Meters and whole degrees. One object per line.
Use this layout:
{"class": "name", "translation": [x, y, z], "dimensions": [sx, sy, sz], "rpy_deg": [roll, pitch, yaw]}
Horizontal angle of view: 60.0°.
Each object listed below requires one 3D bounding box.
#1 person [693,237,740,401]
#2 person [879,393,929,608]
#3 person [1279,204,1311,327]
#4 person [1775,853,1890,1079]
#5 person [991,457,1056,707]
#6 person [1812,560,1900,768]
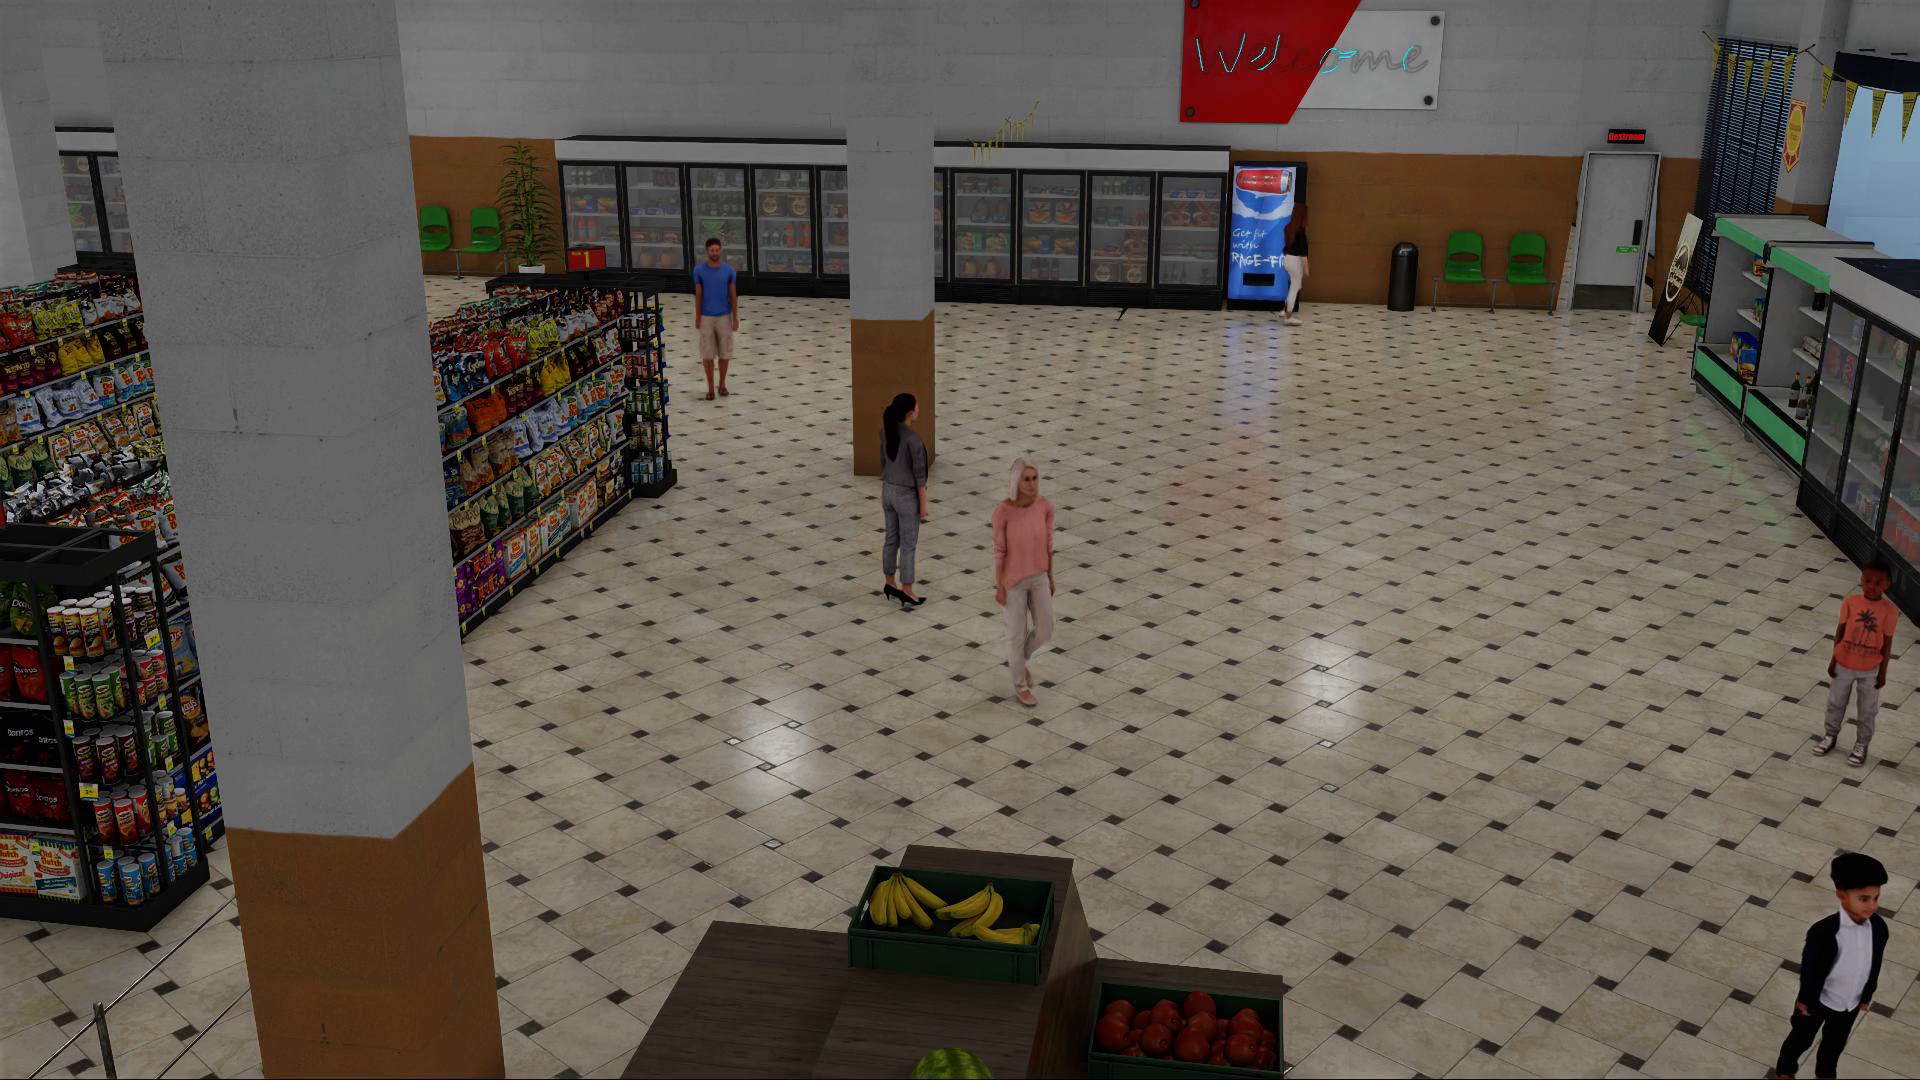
{"class": "person", "translation": [-2.843, -2.593, 19.305], "dimensions": [0.853, 1.841, 1.013], "rpy_deg": [-4, 19, -12]}
{"class": "person", "translation": [-0.454, -0.307, 12.785], "dimensions": [0.754, 1.675, 0.719], "rpy_deg": [-17, 25, -41]}
{"class": "person", "translation": [4.604, -3.835, 23.219], "dimensions": [0.755, 1.693, 0.641], "rpy_deg": [-5, 19, -15]}
{"class": "person", "translation": [3.690, 1.871, 7.039], "dimensions": [0.544, 1.218, 0.525], "rpy_deg": [-1, 19, -3]}
{"class": "person", "translation": [0.383, 0.248, 11.085], "dimensions": [0.762, 1.709, 0.815], "rpy_deg": [-9, 21, -25]}
{"class": "person", "translation": [5.547, 0.741, 10.255], "dimensions": [0.547, 1.306, 0.585], "rpy_deg": [17, 25, 41]}
